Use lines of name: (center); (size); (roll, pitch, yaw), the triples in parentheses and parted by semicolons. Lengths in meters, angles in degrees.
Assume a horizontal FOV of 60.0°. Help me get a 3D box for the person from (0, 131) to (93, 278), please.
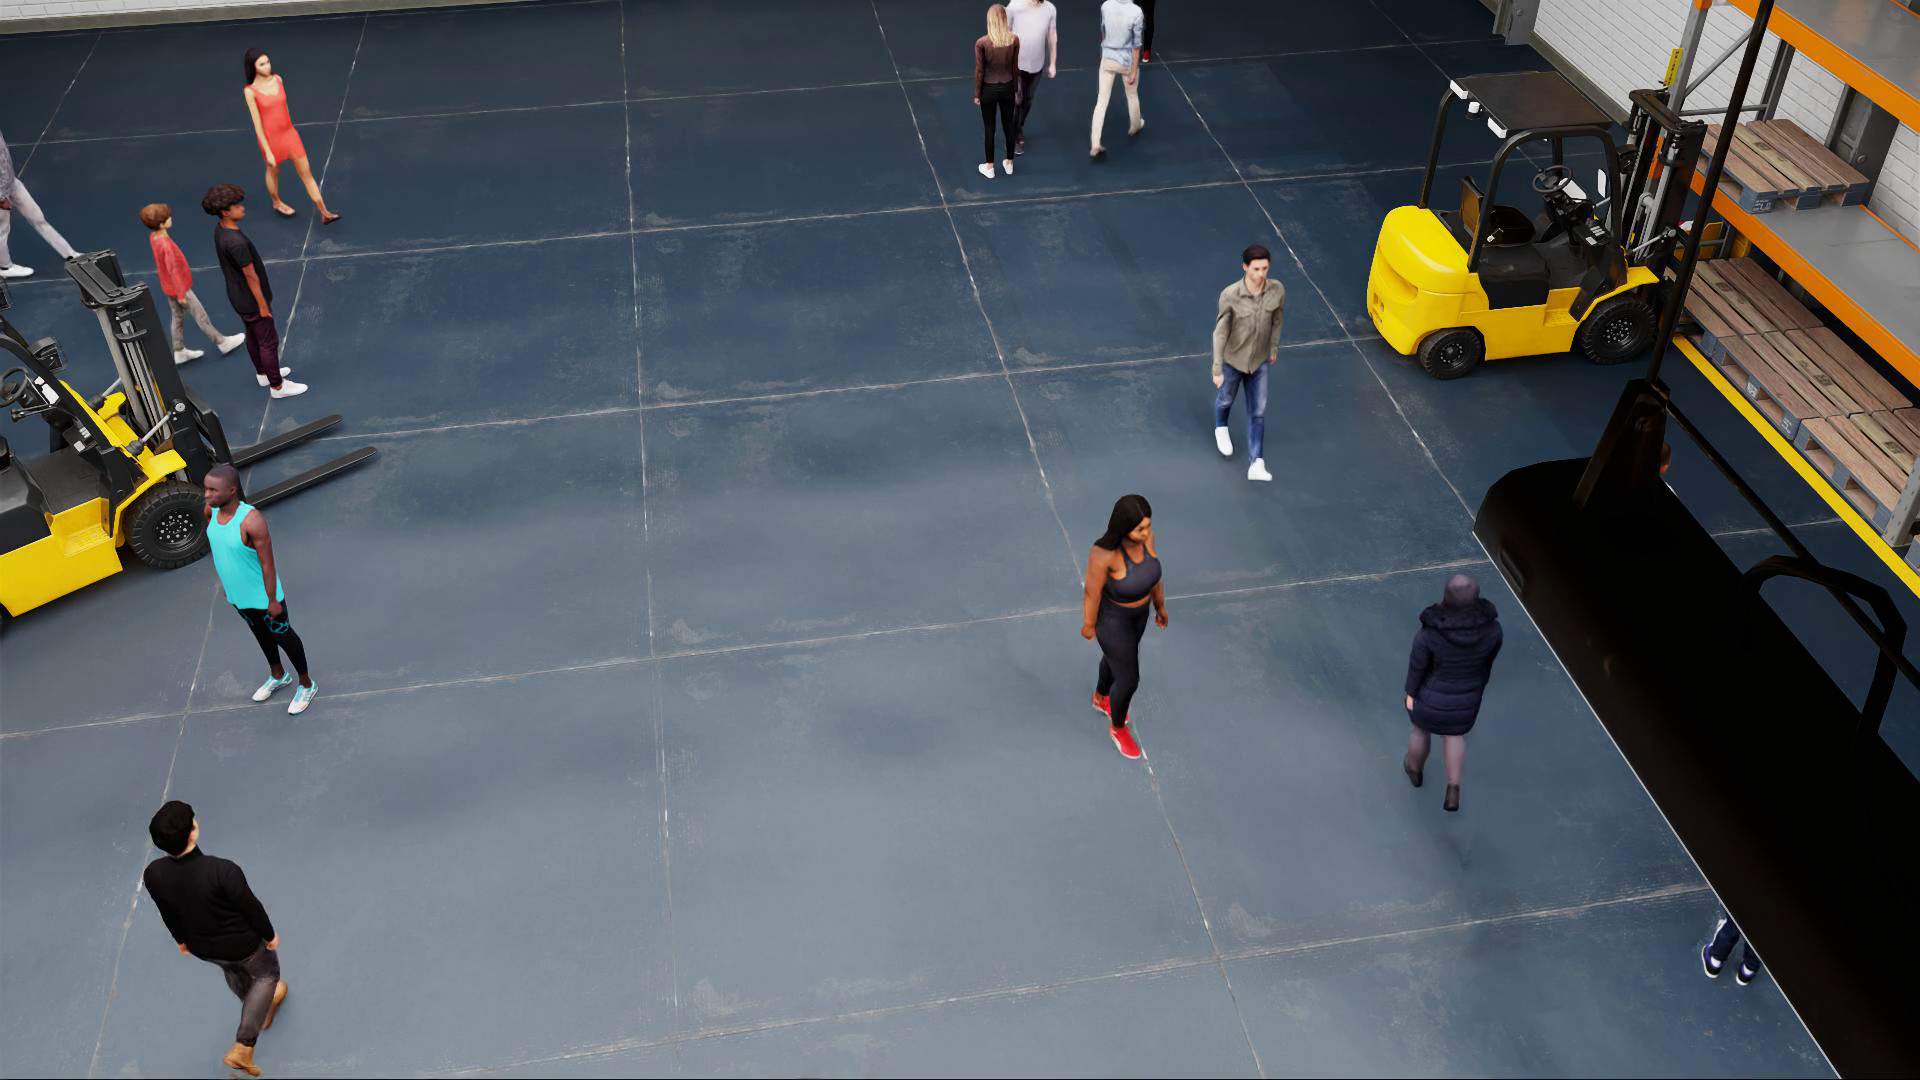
person: (-8.409, -3.048, 14.405); (0.877, 1.796, 1.083); (-2, 39, -3)

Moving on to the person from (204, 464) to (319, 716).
person: (-4.321, 0.291, 10.213); (0.676, 1.811, 0.696); (16, 41, 19)

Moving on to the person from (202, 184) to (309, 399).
person: (-5.581, -1.958, 13.052); (0.770, 1.782, 0.657); (-27, 46, -29)

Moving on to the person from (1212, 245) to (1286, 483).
person: (2.065, -1.372, 12.288); (0.727, 1.820, 1.100); (-7, 39, -9)

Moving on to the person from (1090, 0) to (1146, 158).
person: (1.516, -4.666, 16.429); (1.125, 1.799, 1.288); (18, 42, 21)

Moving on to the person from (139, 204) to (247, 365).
person: (-6.400, -2.044, 13.467); (0.835, 1.399, 0.836); (-29, 47, -31)

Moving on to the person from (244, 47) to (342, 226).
person: (-6.339, -3.691, 15.316); (1.139, 1.665, 1.119); (21, 43, 24)

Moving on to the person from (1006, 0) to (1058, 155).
person: (0.619, -4.783, 16.581); (0.714, 1.792, 0.811); (-3, 39, -4)

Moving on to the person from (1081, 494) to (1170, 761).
person: (0.918, 0.409, 10.075); (0.949, 1.799, 0.875); (32, 48, 33)

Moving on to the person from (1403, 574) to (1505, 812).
person: (2.819, 0.922, 9.547); (0.741, 1.657, 0.921); (-1, 39, -1)

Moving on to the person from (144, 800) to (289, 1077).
person: (-3.645, 1.975, 8.185); (0.813, 1.710, 0.996); (4, 39, 5)

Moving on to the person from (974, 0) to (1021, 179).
person: (0.362, -4.340, 16.098); (0.627, 1.703, 0.548); (-11, 40, -14)
